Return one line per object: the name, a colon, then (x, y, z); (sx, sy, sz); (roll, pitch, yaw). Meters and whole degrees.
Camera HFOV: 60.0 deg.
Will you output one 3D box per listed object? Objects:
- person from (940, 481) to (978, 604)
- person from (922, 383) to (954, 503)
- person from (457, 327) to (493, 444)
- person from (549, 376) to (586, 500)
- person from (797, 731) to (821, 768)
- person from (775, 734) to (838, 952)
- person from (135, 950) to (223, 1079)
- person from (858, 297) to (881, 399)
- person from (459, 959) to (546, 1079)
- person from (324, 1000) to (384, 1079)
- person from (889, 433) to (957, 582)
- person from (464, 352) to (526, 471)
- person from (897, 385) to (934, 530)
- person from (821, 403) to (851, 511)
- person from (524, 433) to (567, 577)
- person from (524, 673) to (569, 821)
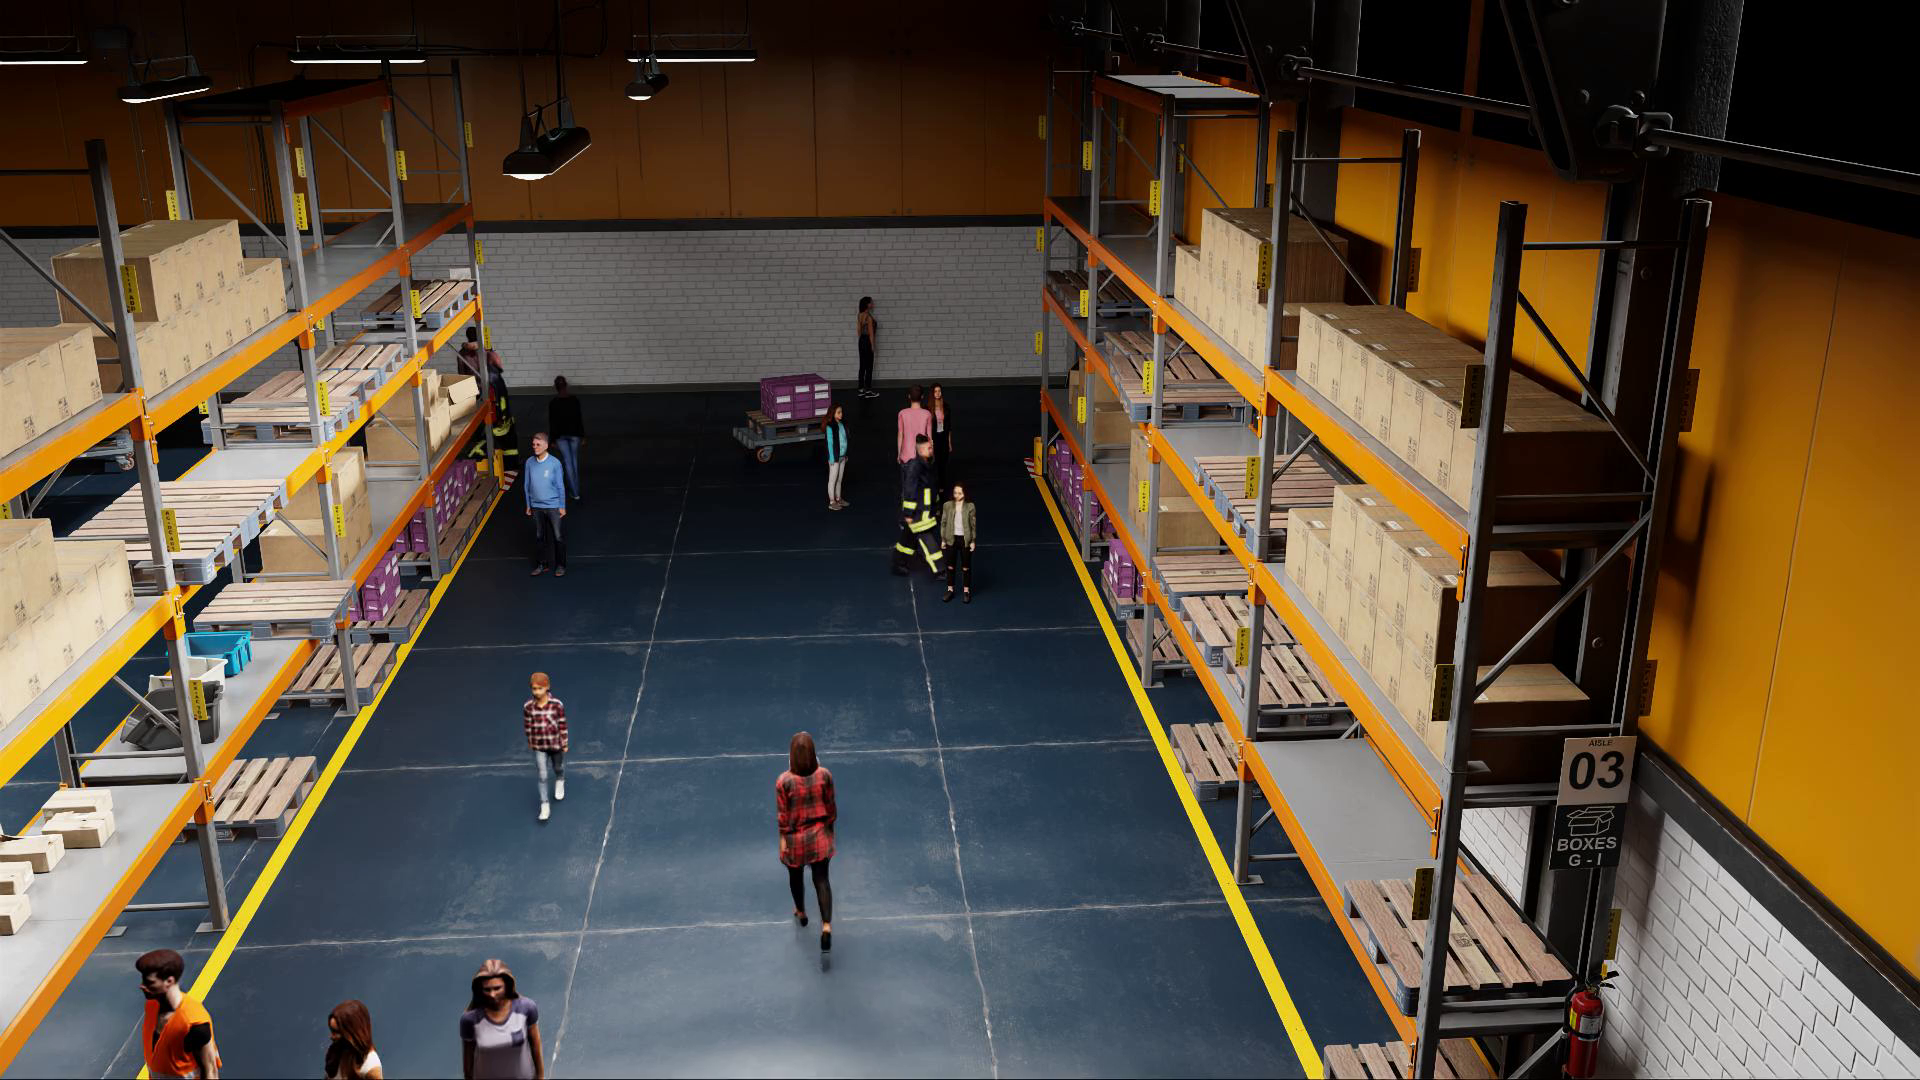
person: (-0.012, 0.008, 19.599); (0.632, 1.476, 0.592); (4, 19, 11)
person: (-0.329, -1.376, 23.342); (0.667, 1.711, 0.615); (-7, 20, -19)
person: (-7.629, -2.460, 26.351); (0.860, 1.844, 0.856); (-12, 22, -33)
person: (-5.518, -1.410, 23.453); (0.891, 1.705, 1.175); (-9, 20, -24)
person: (-1.311, 2.123, 14.070); (0.472, 0.998, 0.744); (0, 19, 0)
person: (-1.128, 2.288, 12.510); (0.778, 1.680, 1.127); (-6, 19, -16)
person: (-4.429, 3.177, 9.549); (0.803, 1.885, 0.840); (12, 22, 31)
person: (-1.650, -3.414, 29.303); (0.752, 1.769, 0.642); (-12, 22, -32)
person: (-2.674, 3.171, 9.835); (0.618, 1.715, 0.624); (-3, 19, -8)
person: (-3.246, 3.324, 9.304); (0.911, 1.762, 0.953); (18, 25, 42)
person: (-0.574, -0.396, 20.257); (1.132, 1.822, 1.237); (7, 20, 19)
person: (-6.981, -1.880, 24.699); (0.875, 1.800, 1.097); (1, 19, 4)
person: (-0.602, -1.098, 22.132); (0.641, 1.957, 0.571); (0, 19, 0)
person: (-1.718, -1.178, 23.084); (0.740, 1.500, 0.662); (9, 21, 25)
person: (-5.080, -0.452, 20.432); (0.722, 1.818, 0.661); (3, 19, 10)
person: (-3.627, 1.756, 14.700); (0.539, 1.291, 0.885); (-3, 19, -7)
